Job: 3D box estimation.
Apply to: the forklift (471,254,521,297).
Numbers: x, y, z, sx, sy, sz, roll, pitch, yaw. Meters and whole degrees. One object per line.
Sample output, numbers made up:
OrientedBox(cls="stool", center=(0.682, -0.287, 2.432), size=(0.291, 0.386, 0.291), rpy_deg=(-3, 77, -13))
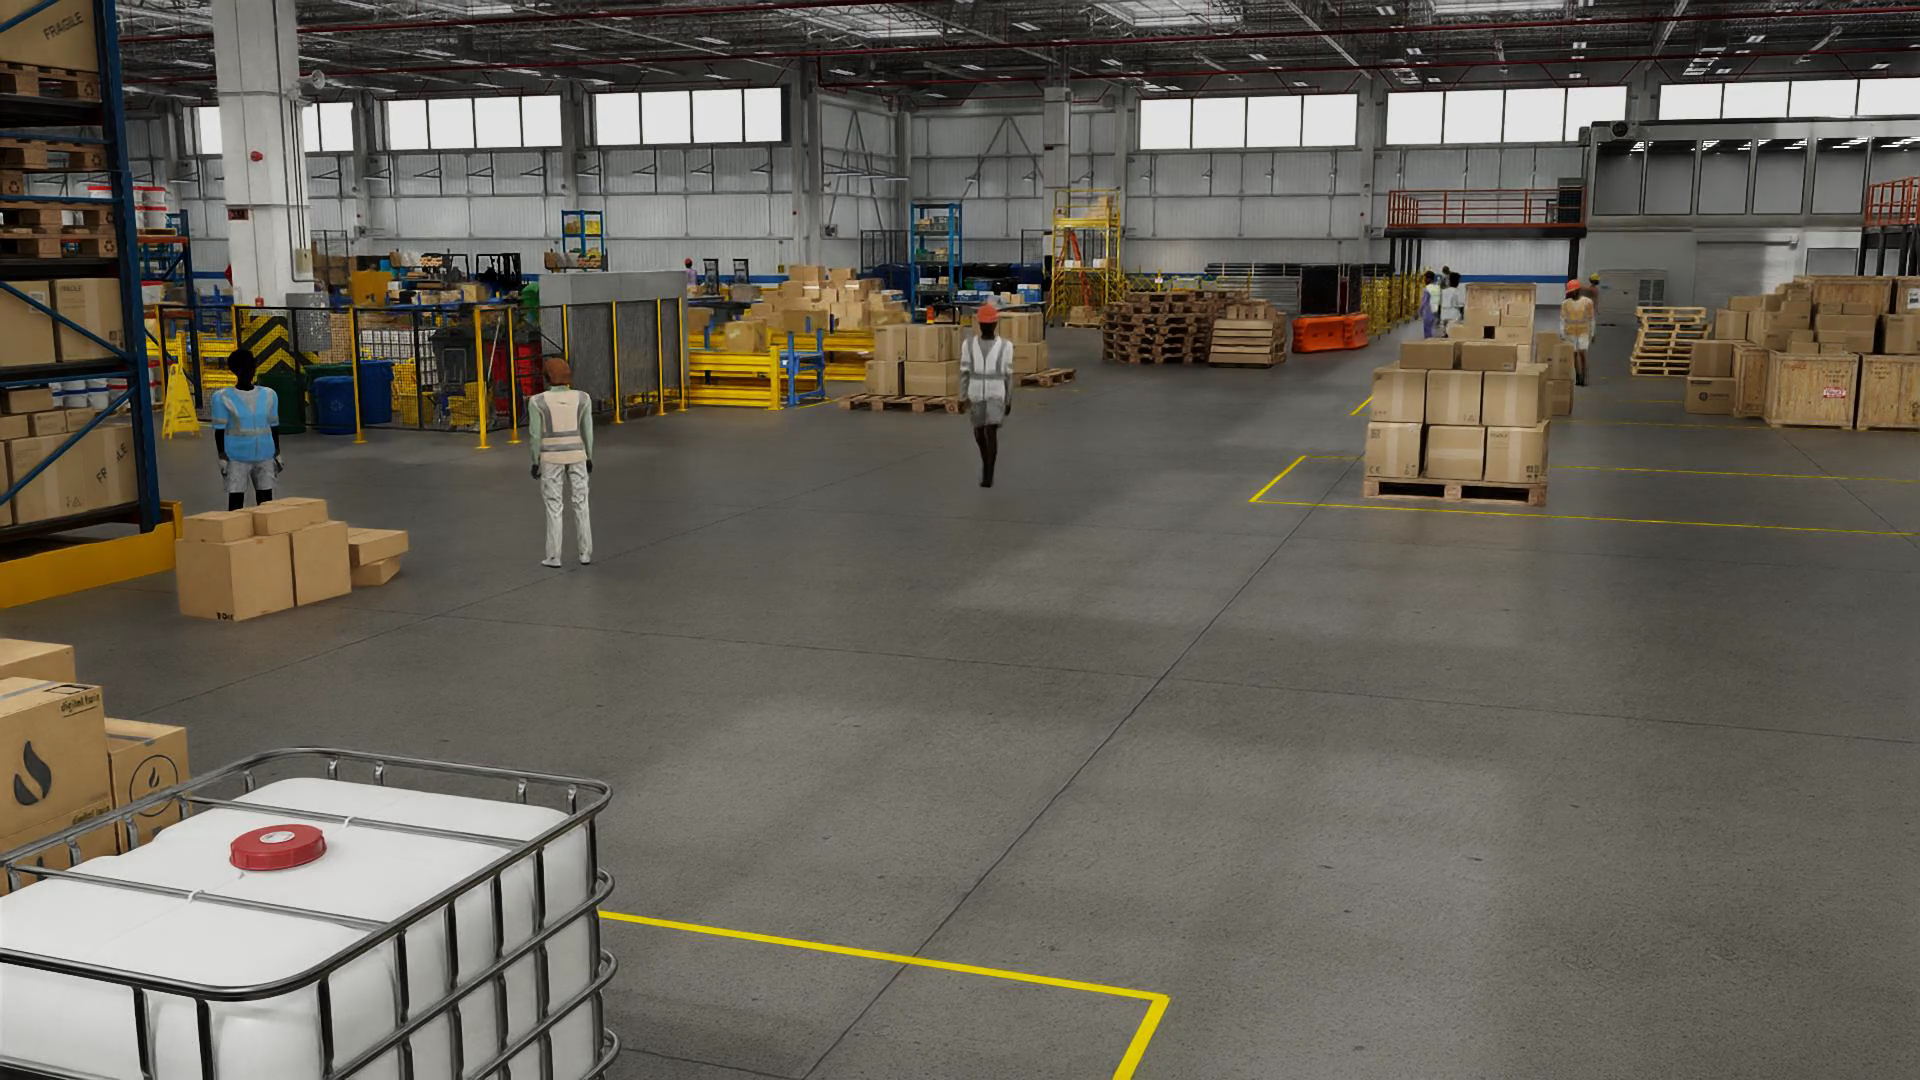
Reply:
OrientedBox(cls="forklift", center=(-17.990, -10.121, 64.684), size=(1.157, 1.987, 2.680), rpy_deg=(3, 11, 17))

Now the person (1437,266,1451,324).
OrientedBox(cls="person", center=(15.223, -7.681, 52.240), size=(0.514, 1.845, 0.337), rpy_deg=(8, 13, 38))

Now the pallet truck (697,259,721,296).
OrientedBox(cls="pallet truck", center=(-9.165, -9.627, 62.776), size=(0.823, 1.965, 1.885), rpy_deg=(4, 11, 23))

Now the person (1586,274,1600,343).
OrientedBox(cls="person", center=(16.175, -5.916, 42.529), size=(0.312, 1.768, 0.530), rpy_deg=(9, 13, 41))

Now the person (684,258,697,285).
OrientedBox(cls="person", center=(-9.344, -8.697, 57.443), size=(0.407, 2.035, 0.608), rpy_deg=(7, 12, 33))

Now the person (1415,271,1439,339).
OrientedBox(cls="person", center=(10.766, -5.219, 38.227), size=(0.496, 1.904, 0.600), rpy_deg=(7, 12, 34))

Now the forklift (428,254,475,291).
OrientedBox(cls="forklift", center=(-20.133, -10.254, 65.465), size=(1.157, 1.987, 2.680), rpy_deg=(3, 11, 19))

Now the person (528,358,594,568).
OrientedBox(cls="person", center=(-3.087, -0.596, 12.933), size=(0.511, 1.637, 0.307), rpy_deg=(-6, 12, -31))

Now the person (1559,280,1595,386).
OrientedBox(cls="person", center=(10.955, -3.667, 29.529), size=(0.581, 1.880, 0.651), rpy_deg=(6, 12, 32))

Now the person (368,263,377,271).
OrientedBox(cls="person", center=(-20.276, -8.561, 57.147), size=(0.806, 1.871, 0.430), rpy_deg=(-1, 10, -4))

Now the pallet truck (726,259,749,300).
OrientedBox(cls="pallet truck", center=(-7.986, -9.493, 62.019), size=(0.823, 1.965, 1.885), rpy_deg=(3, 11, 17))

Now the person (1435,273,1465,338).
OrientedBox(cls="person", center=(10.459, -4.699, 35.252), size=(1.007, 1.907, 0.630), rpy_deg=(-6, 12, -30))

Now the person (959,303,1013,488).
OrientedBox(cls="person", center=(0.298, -1.538, 17.491), size=(0.549, 1.910, 0.858), rpy_deg=(2, 10, 12))

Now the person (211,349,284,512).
OrientedBox(cls="person", center=(-5.574, -0.646, 13.044), size=(0.318, 1.697, 0.536), rpy_deg=(10, 14, 43))
